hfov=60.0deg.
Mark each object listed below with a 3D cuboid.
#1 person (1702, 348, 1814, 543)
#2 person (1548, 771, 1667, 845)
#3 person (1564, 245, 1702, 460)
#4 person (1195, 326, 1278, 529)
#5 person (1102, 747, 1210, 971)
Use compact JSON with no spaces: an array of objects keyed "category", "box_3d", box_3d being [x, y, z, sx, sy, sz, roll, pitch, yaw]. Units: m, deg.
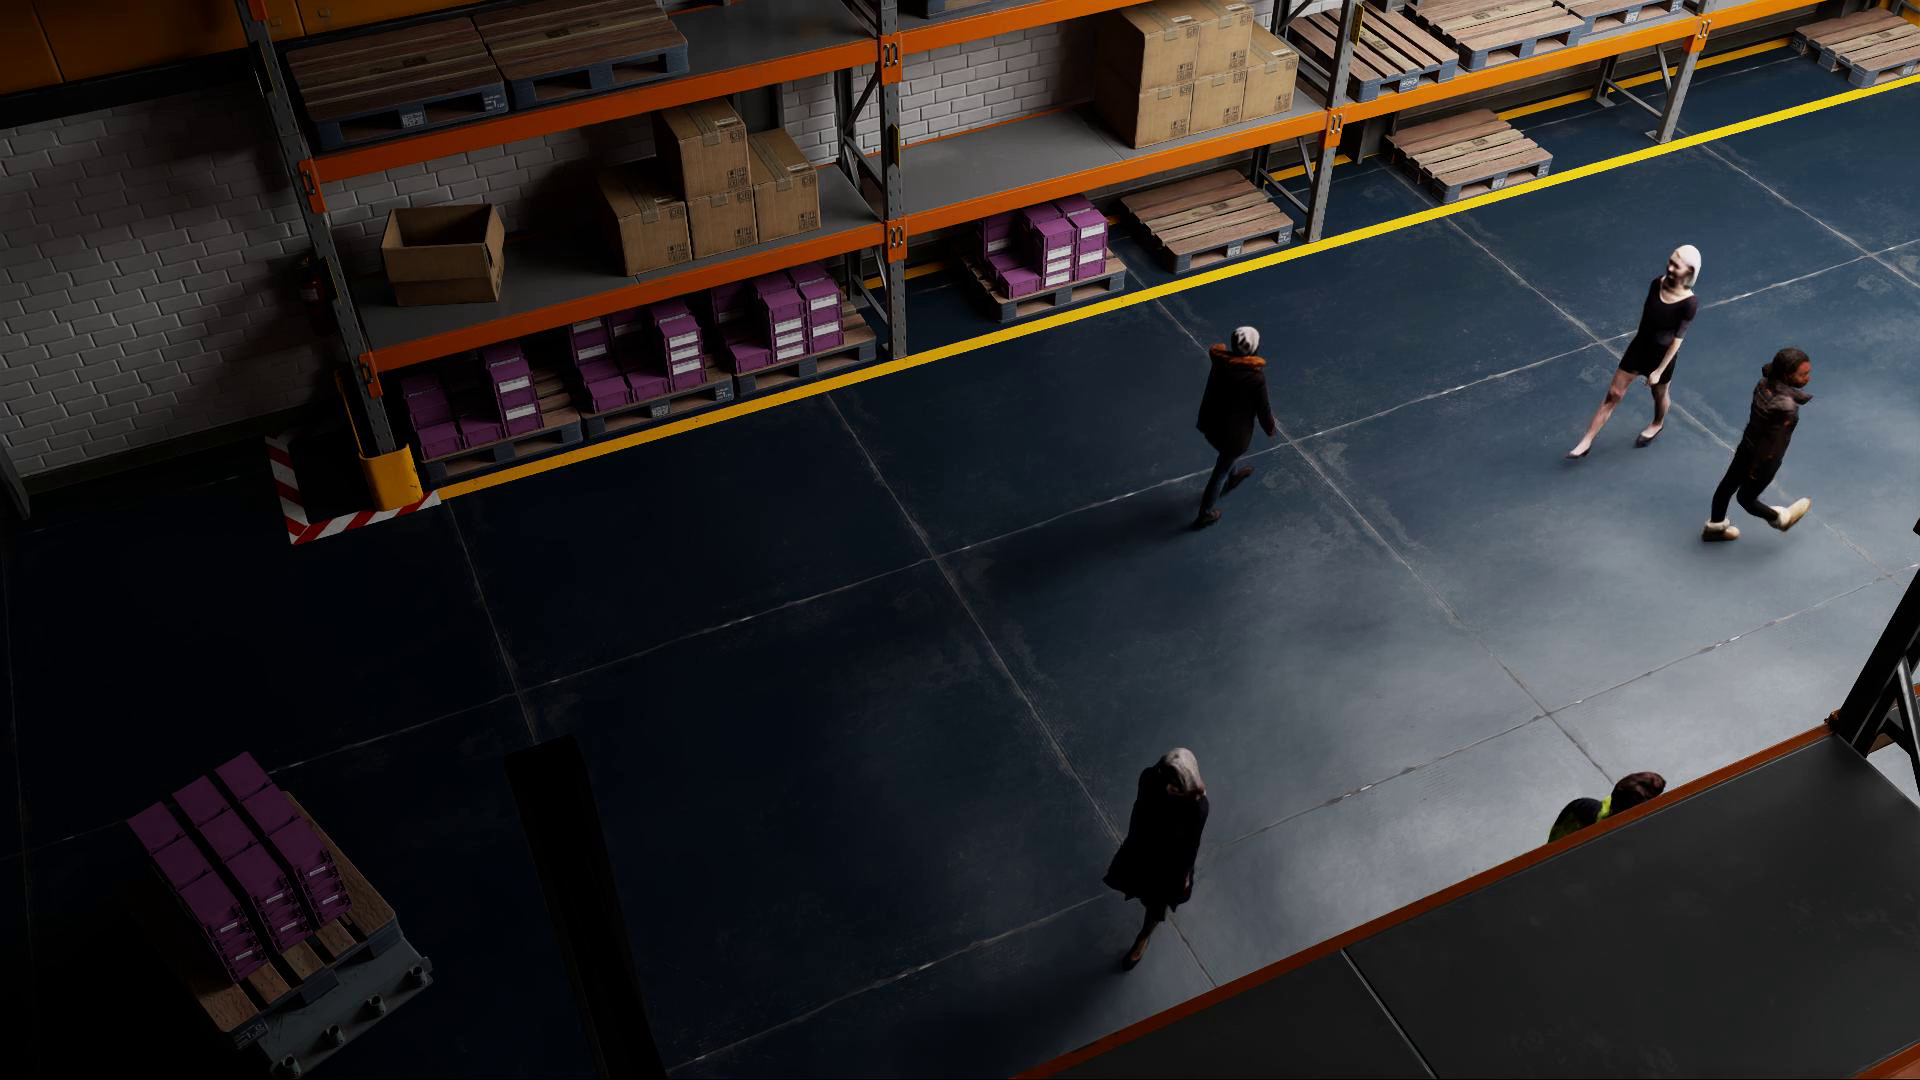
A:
[{"category":"person","box_3d":[5.568,-0.631,11.408,0.748,1.651,0.934,-17,46,-17]},{"category":"person","box_3d":[3.139,1.927,8.515,1.206,1.937,0.830,-22,48,-21]},{"category":"person","box_3d":[5.090,-1.337,12.057,1.189,1.780,0.673,-23,48,-22]},{"category":"person","box_3d":[1.828,-0.755,11.572,1.019,1.605,0.789,-30,51,-28]},{"category":"person","box_3d":[1.111,1.656,8.945,0.805,1.738,0.929,31,52,28]}]
